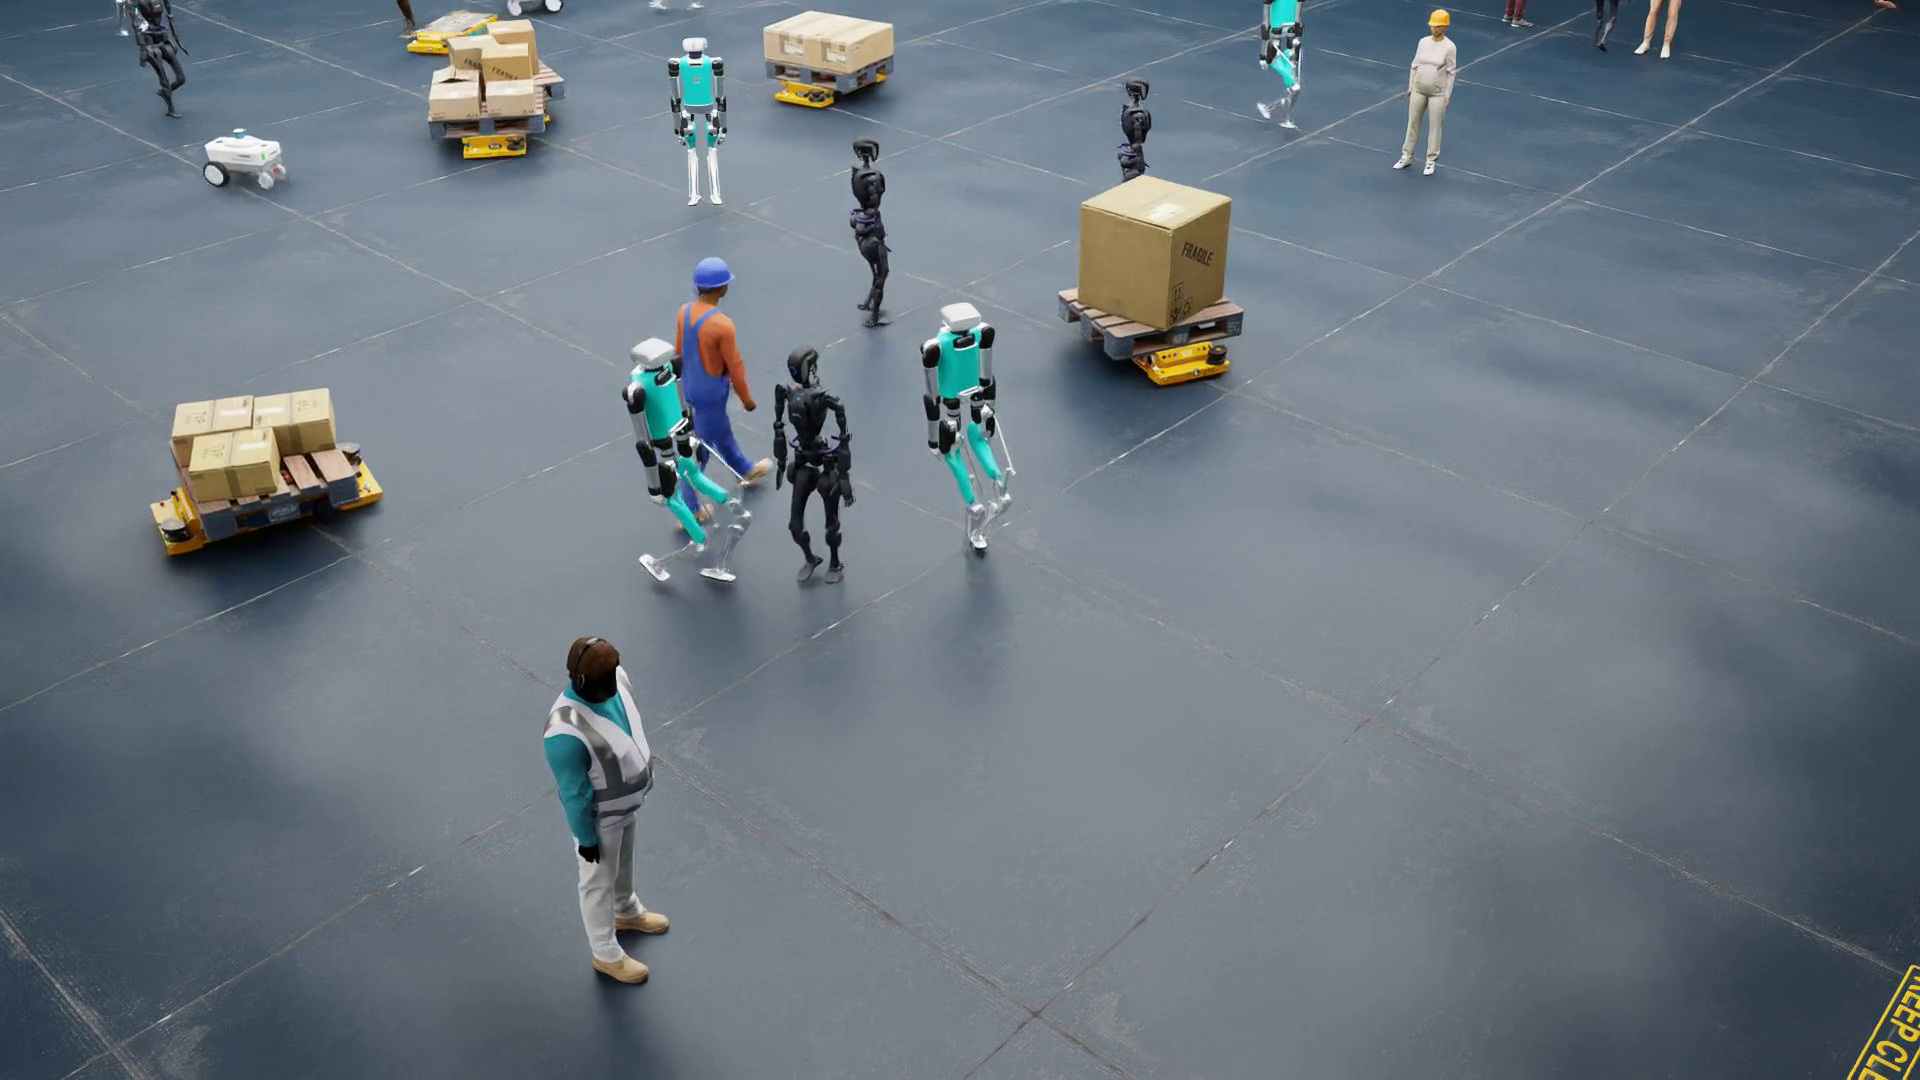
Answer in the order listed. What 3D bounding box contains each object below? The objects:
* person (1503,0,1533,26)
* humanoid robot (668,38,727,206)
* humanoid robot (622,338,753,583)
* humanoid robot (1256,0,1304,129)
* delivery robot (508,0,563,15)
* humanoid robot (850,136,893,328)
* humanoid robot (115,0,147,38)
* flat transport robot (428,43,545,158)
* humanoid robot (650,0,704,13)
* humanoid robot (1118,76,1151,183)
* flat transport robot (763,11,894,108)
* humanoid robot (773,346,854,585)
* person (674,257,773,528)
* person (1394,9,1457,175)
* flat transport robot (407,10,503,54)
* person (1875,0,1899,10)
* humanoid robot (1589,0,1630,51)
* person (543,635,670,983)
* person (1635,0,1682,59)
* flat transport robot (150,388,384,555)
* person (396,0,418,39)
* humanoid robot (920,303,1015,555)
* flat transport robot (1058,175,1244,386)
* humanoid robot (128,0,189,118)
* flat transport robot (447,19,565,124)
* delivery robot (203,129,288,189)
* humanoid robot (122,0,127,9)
[{"bbox_3d":[7.628,-7.841,22.325,0.380,1.805,0.552,-6,32,-10],"label":"person"},{"bbox_3d":[-2.541,-4.141,16.304,0.533,1.677,0.735,-3,32,-5],"label":"humanoid robot"},{"bbox_3d":[-1.687,-0.414,10.414,0.883,1.744,0.571,13,34,20],"label":"humanoid robot"},{"bbox_3d":[3.640,-5.353,18.391,0.549,1.741,1.031,-14,34,-21],"label":"humanoid robot"},{"bbox_3d":[-5.935,-7.633,23.182,0.803,0.603,0.499,-11,33,-17],"label":"delivery robot"},{"bbox_3d":[-0.735,-2.582,13.981,0.349,1.642,0.581,-9,33,-14],"label":"humanoid robot"},{"bbox_3d":[-10.916,-7.353,21.622,0.542,1.757,0.938,-12,34,-18],"label":"humanoid robot"},{"bbox_3d":[-5.215,-4.559,18.495,0.659,0.231,1.431,-6,32,-10],"label":"flat transport robot"},{"bbox_3d":[-3.846,-8.072,22.802,1.043,1.763,0.548,11,33,17],"label":"humanoid robot"},{"bbox_3d":[1.636,-3.460,15.381,0.360,1.649,0.585,-1,32,-1],"label":"humanoid robot"},{"bbox_3d":[-1.544,-5.509,20.025,0.659,0.231,1.431,18,36,26],"label":"flat transport robot"},{"bbox_3d":[-0.914,-0.456,10.550,0.600,1.653,0.329,16,35,24],"label":"humanoid robot"},{"bbox_3d":[-1.646,-1.041,11.324,0.965,1.855,0.515,-28,41,-37],"label":"person"},{"bbox_3d":[4.893,-4.660,17.301,0.471,1.697,0.327,22,38,31],"label":"person"},{"bbox_3d":[-6.651,-6.702,21.946,0.659,0.231,1.431,7,32,11],"label":"flat transport robot"},{"bbox_3d":[13.095,-8.316,23.007,0.651,1.891,0.458,-26,41,-36],"label":"person"},{"bbox_3d":[8.321,-7.139,21.331,0.532,1.650,0.598,-26,40,-35],"label":"humanoid robot"},{"bbox_3d":[-1.621,1.216,7.709,0.431,1.841,0.622,6,32,10],"label":"person"},{"bbox_3d":[8.967,-7.048,20.983,0.529,1.870,0.365,18,36,27],"label":"person"},{"bbox_3d":[-4.857,-0.307,11.648,1.431,0.231,0.659,-18,36,-27],"label":"flat transport robot"},{"bbox_3d":[-7.445,-7.533,21.728,0.685,1.914,0.633,9,33,14],"label":"person"},{"bbox_3d":[0.109,-0.611,10.788,0.551,1.841,0.687,-22,38,-31],"label":"humanoid robot"},{"bbox_3d":[1.580,-1.703,13.896,0.659,0.231,1.431,-14,34,-21],"label":"flat transport robot"},{"bbox_3d":[-9.176,-5.663,18.933,0.449,1.642,0.607,15,35,23],"label":"humanoid robot"},{"bbox_3d":[-5.309,-5.094,19.357,0.659,0.231,1.431,-16,35,-23],"label":"flat transport robot"},{"bbox_3d":[-7.439,-3.968,17.267,0.774,0.588,0.499,7,33,11],"label":"delivery robot"},{"bbox_3d":[-11.719,-8.285,23.137,0.533,1.767,0.997,-8,33,-12],"label":"humanoid robot"}]
